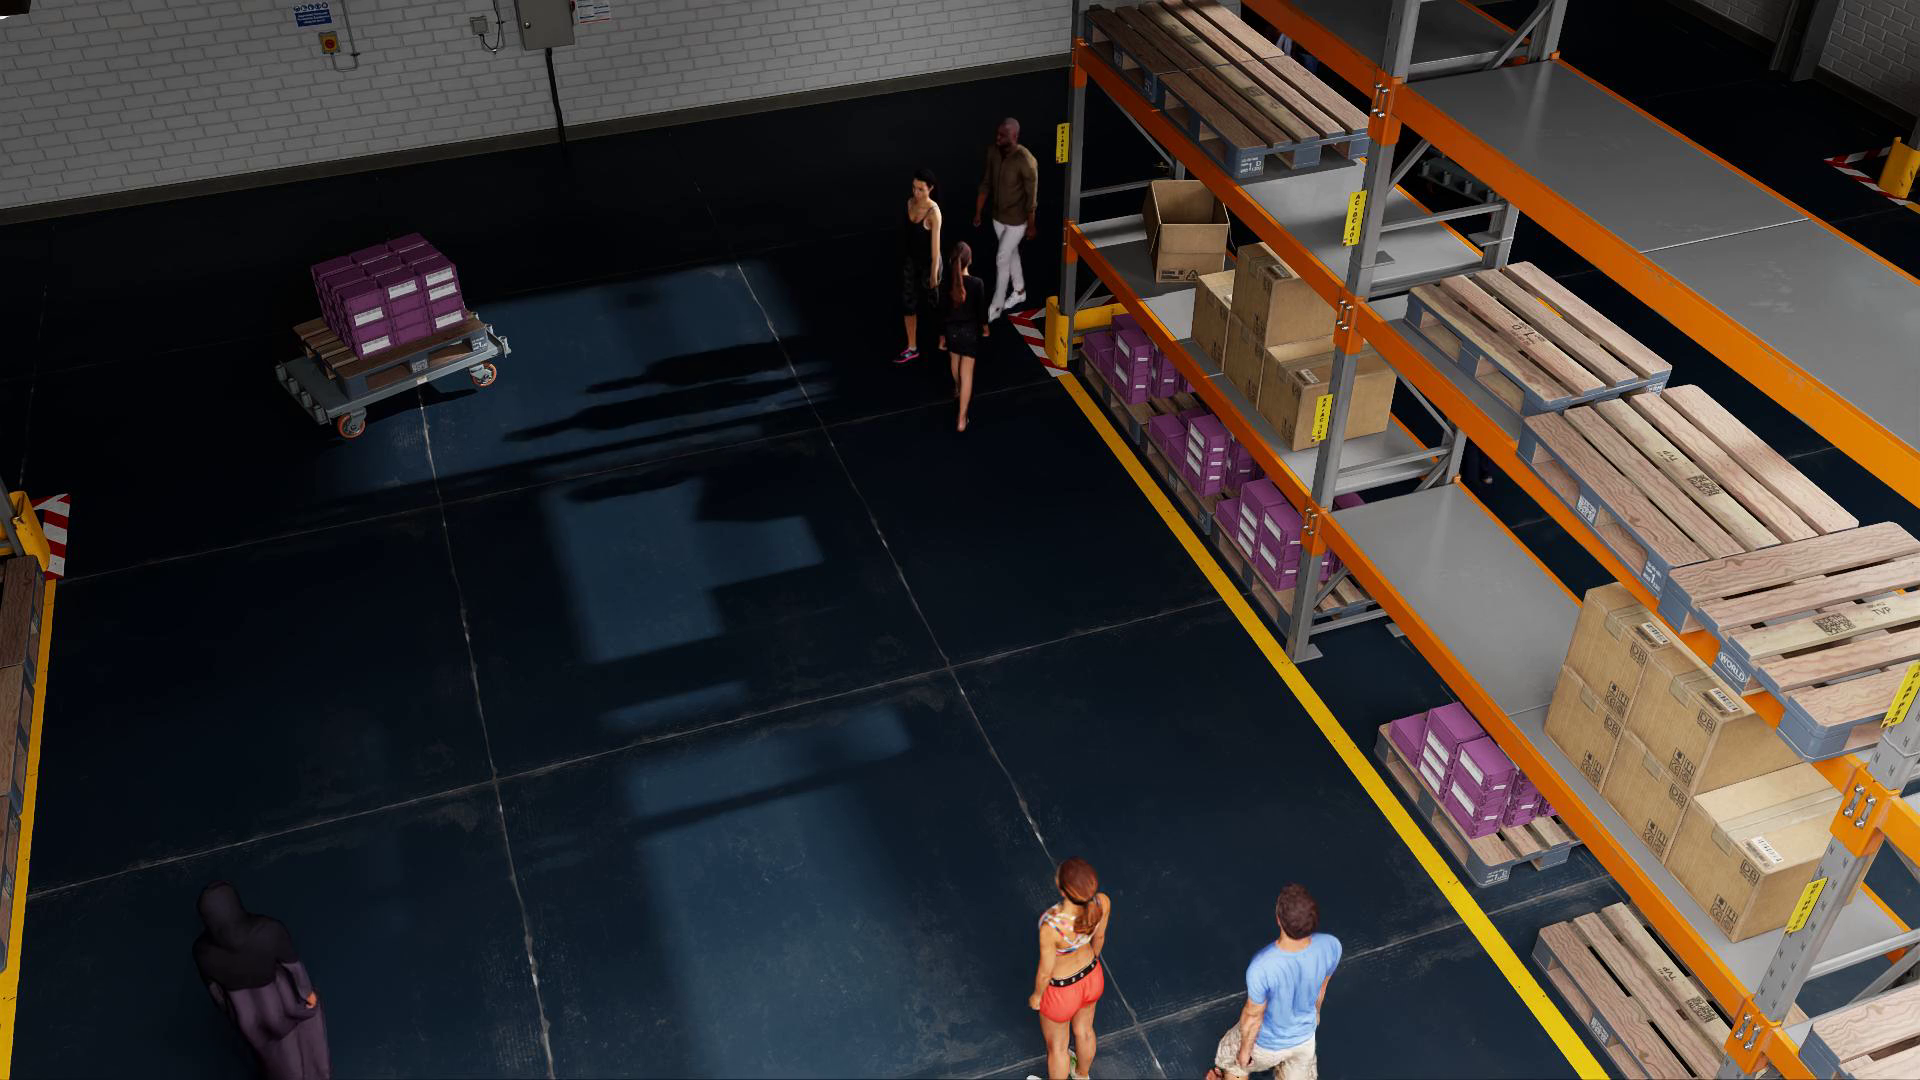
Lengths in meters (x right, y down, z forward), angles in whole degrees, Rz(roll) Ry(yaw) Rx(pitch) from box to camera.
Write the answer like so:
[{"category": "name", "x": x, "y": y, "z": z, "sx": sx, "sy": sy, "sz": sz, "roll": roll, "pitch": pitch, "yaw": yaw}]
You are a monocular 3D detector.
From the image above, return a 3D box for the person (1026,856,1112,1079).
[{"category": "person", "x": 0.534, "y": 2.155, "z": 8.064, "sx": 0.636, "sy": 1.792, "sz": 0.655, "roll": -24, "pitch": 45, "yaw": -27}]

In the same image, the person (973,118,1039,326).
[{"category": "person", "x": 0.488, "y": -2.781, "z": 14.235, "sx": 0.955, "sy": 1.803, "sz": 0.950, "roll": -26, "pitch": 46, "yaw": -29}]

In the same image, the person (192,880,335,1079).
[{"category": "person", "x": -3.382, "y": 2.268, "z": 8.068, "sx": 0.617, "sy": 1.609, "sz": 0.710, "roll": -12, "pitch": 40, "yaw": -15}]

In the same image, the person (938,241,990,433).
[{"category": "person", "x": 0.011, "y": -1.567, "z": 12.931, "sx": 0.827, "sy": 1.533, "sz": 1.069, "roll": 3, "pitch": 39, "yaw": 4}]

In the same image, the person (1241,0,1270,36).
[{"category": "person", "x": 2.936, "y": -4.959, "z": 16.917, "sx": 0.746, "sy": 1.859, "sz": 0.545, "roll": -4, "pitch": 39, "yaw": -5}]

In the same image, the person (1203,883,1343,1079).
[{"category": "person", "x": 1.538, "y": 2.362, "z": 7.768, "sx": 0.629, "sy": 1.837, "sz": 1.154, "roll": -13, "pitch": 40, "yaw": -15}]

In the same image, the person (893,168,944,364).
[{"category": "person", "x": -0.213, "y": -2.271, "z": 13.683, "sx": 0.853, "sy": 1.695, "sz": 1.046, "roll": -26, "pitch": 45, "yaw": -29}]
